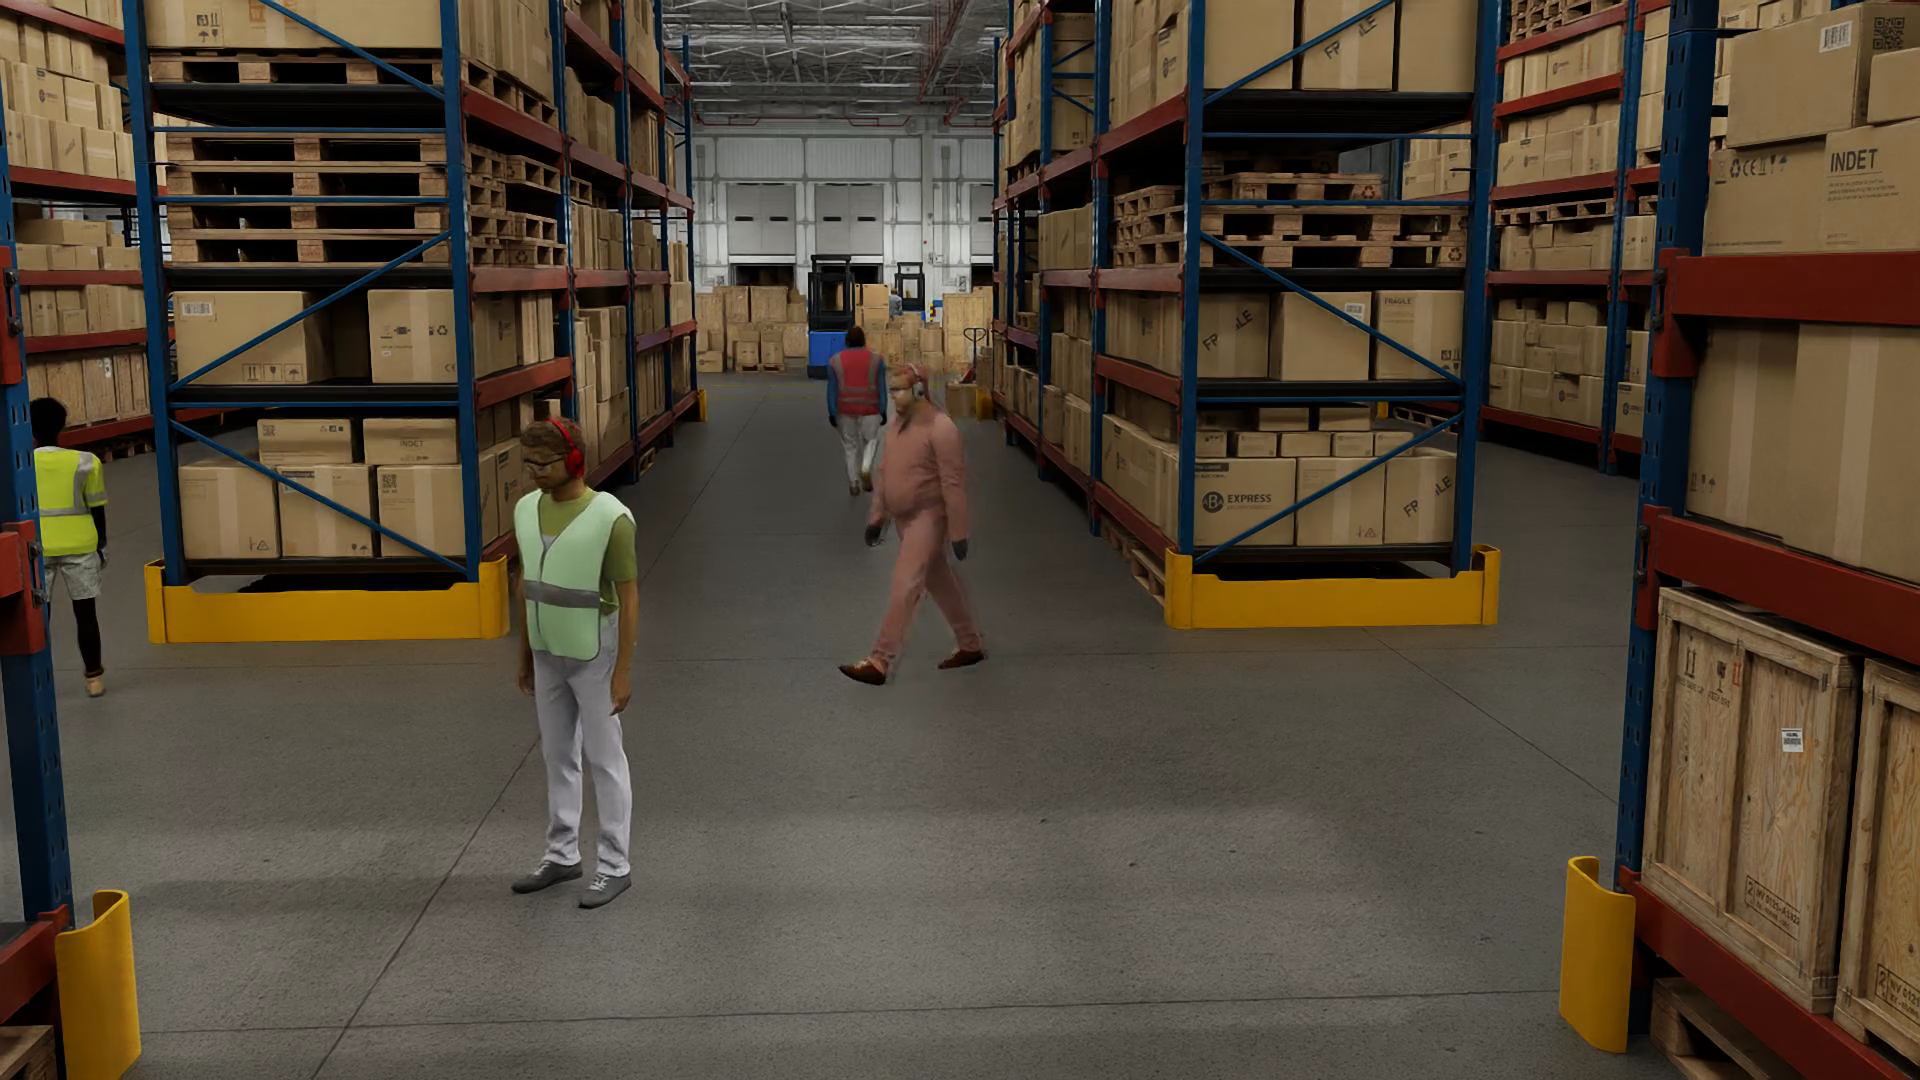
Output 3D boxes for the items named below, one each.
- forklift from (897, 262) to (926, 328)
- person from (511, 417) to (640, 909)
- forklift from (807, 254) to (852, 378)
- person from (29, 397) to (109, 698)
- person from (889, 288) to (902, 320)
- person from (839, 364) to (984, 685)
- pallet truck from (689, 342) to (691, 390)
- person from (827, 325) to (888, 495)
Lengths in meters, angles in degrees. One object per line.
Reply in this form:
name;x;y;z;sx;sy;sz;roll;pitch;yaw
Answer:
forklift;-1.780;-8.547;59.499;1.129;2.768;1.873;-1;9;-4
person;-1.435;0.453;6.254;0.564;1.836;0.403;6;11;32
forklift;-2.942;-5.145;38.138;1.129;2.768;1.873;-1;9;-4
person;-4.991;0.060;9.192;0.537;1.694;0.320;-5;10;-28
person;-2.306;-7.827;57.980;0.636;1.928;0.387;3;10;19
person;-0.254;-0.100;9.714;1.043;1.847;0.633;-5;10;-29
pallet truck;-5.225;-3.008;27.480;1.885;1.965;0.823;2;9;14
person;-1.100;-1.381;17.786;0.662;1.827;0.447;0;9;0
